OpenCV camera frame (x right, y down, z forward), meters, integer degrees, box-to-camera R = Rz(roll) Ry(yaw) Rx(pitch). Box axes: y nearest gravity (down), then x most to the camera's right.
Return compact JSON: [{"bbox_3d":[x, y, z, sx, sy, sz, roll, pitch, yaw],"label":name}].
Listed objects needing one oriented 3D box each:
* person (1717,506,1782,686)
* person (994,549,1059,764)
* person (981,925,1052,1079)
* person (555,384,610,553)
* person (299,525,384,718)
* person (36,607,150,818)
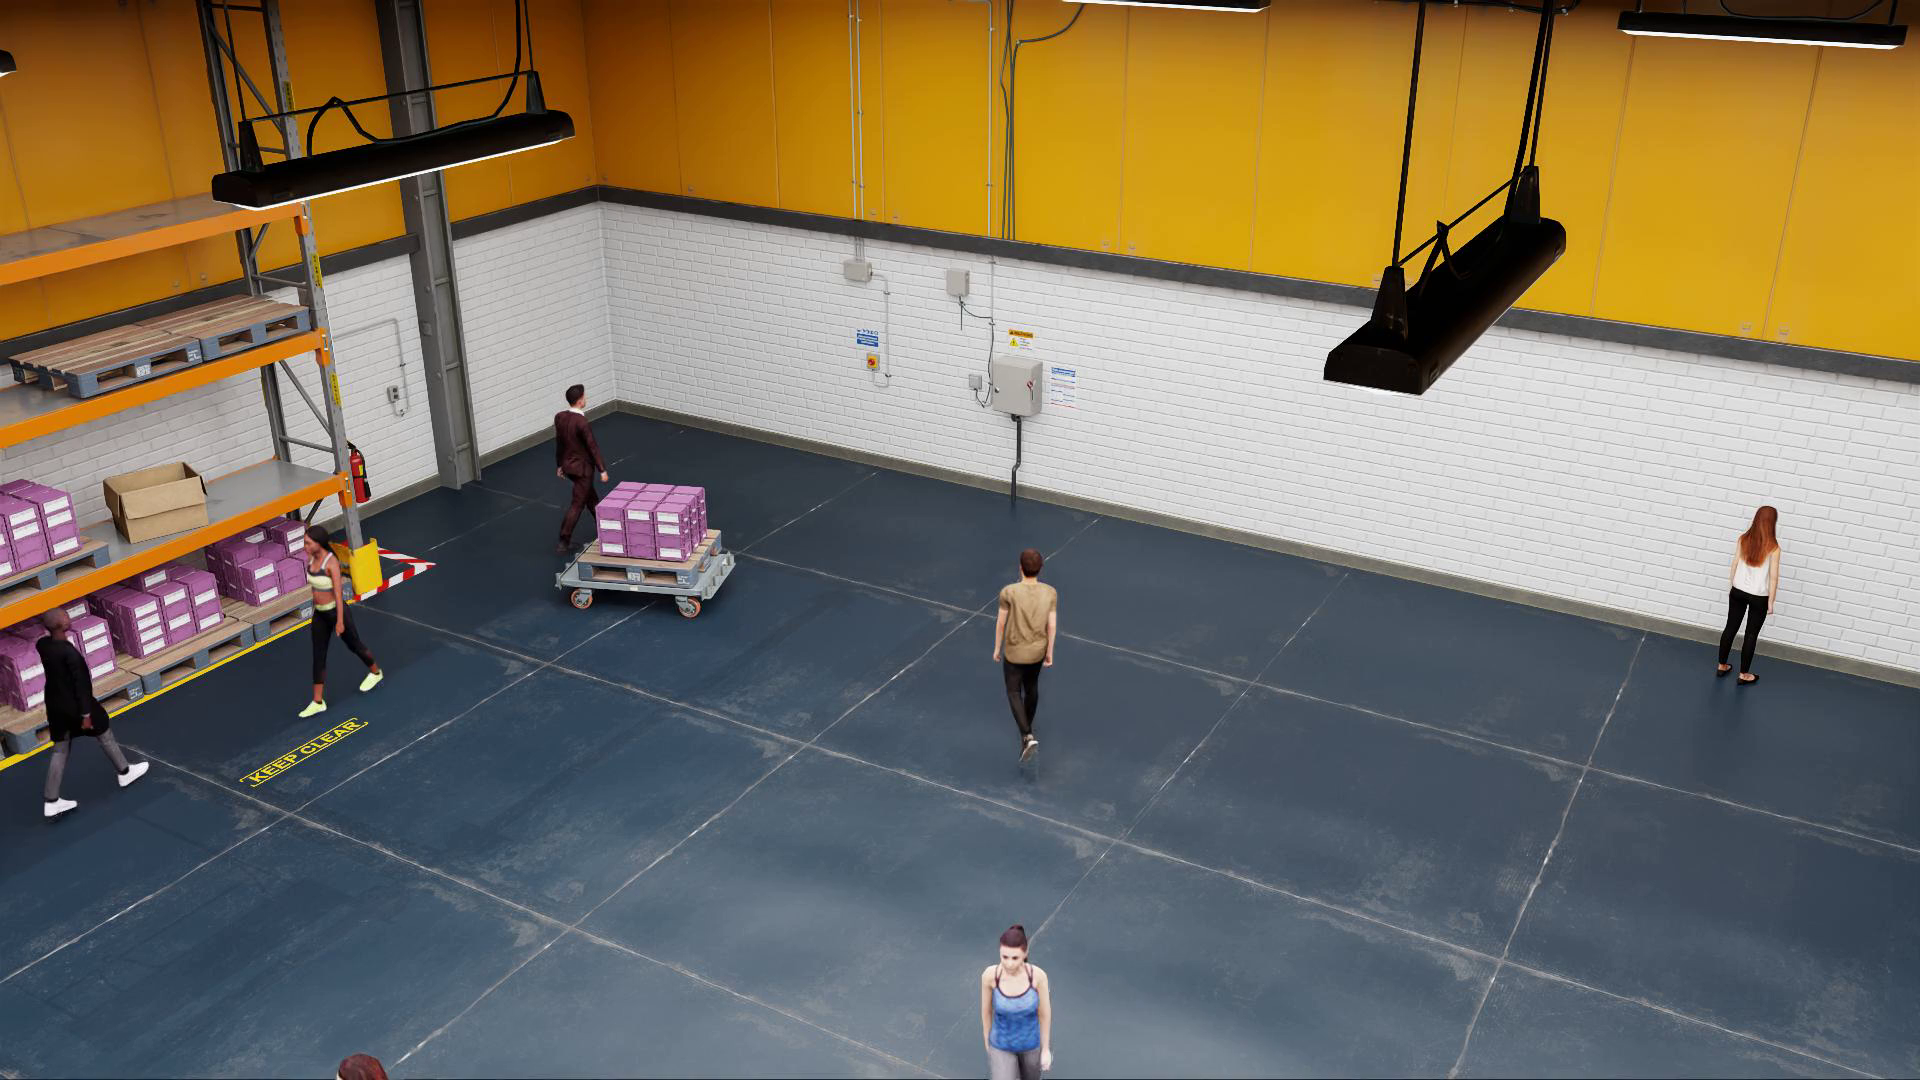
[{"bbox_3d":[7.248,0.497,15.255,0.633,1.720,0.652,-16,28,-32],"label":"person"},{"bbox_3d":[0.559,0.981,14.014,1.131,1.830,1.206,-5,24,-11],"label":"person"},{"bbox_3d":[0.351,2.940,9.840,0.891,1.581,1.111,0,24,1],"label":"person"},{"bbox_3d":[-4.162,-0.730,17.948,0.836,1.813,1.262,18,29,35],"label":"person"},{"bbox_3d":[-5.529,0.669,14.881,0.571,1.706,1.109,13,27,28],"label":"person"},{"bbox_3d":[-7.145,1.386,13.221,0.747,1.722,1.165,10,26,22],"label":"person"}]
